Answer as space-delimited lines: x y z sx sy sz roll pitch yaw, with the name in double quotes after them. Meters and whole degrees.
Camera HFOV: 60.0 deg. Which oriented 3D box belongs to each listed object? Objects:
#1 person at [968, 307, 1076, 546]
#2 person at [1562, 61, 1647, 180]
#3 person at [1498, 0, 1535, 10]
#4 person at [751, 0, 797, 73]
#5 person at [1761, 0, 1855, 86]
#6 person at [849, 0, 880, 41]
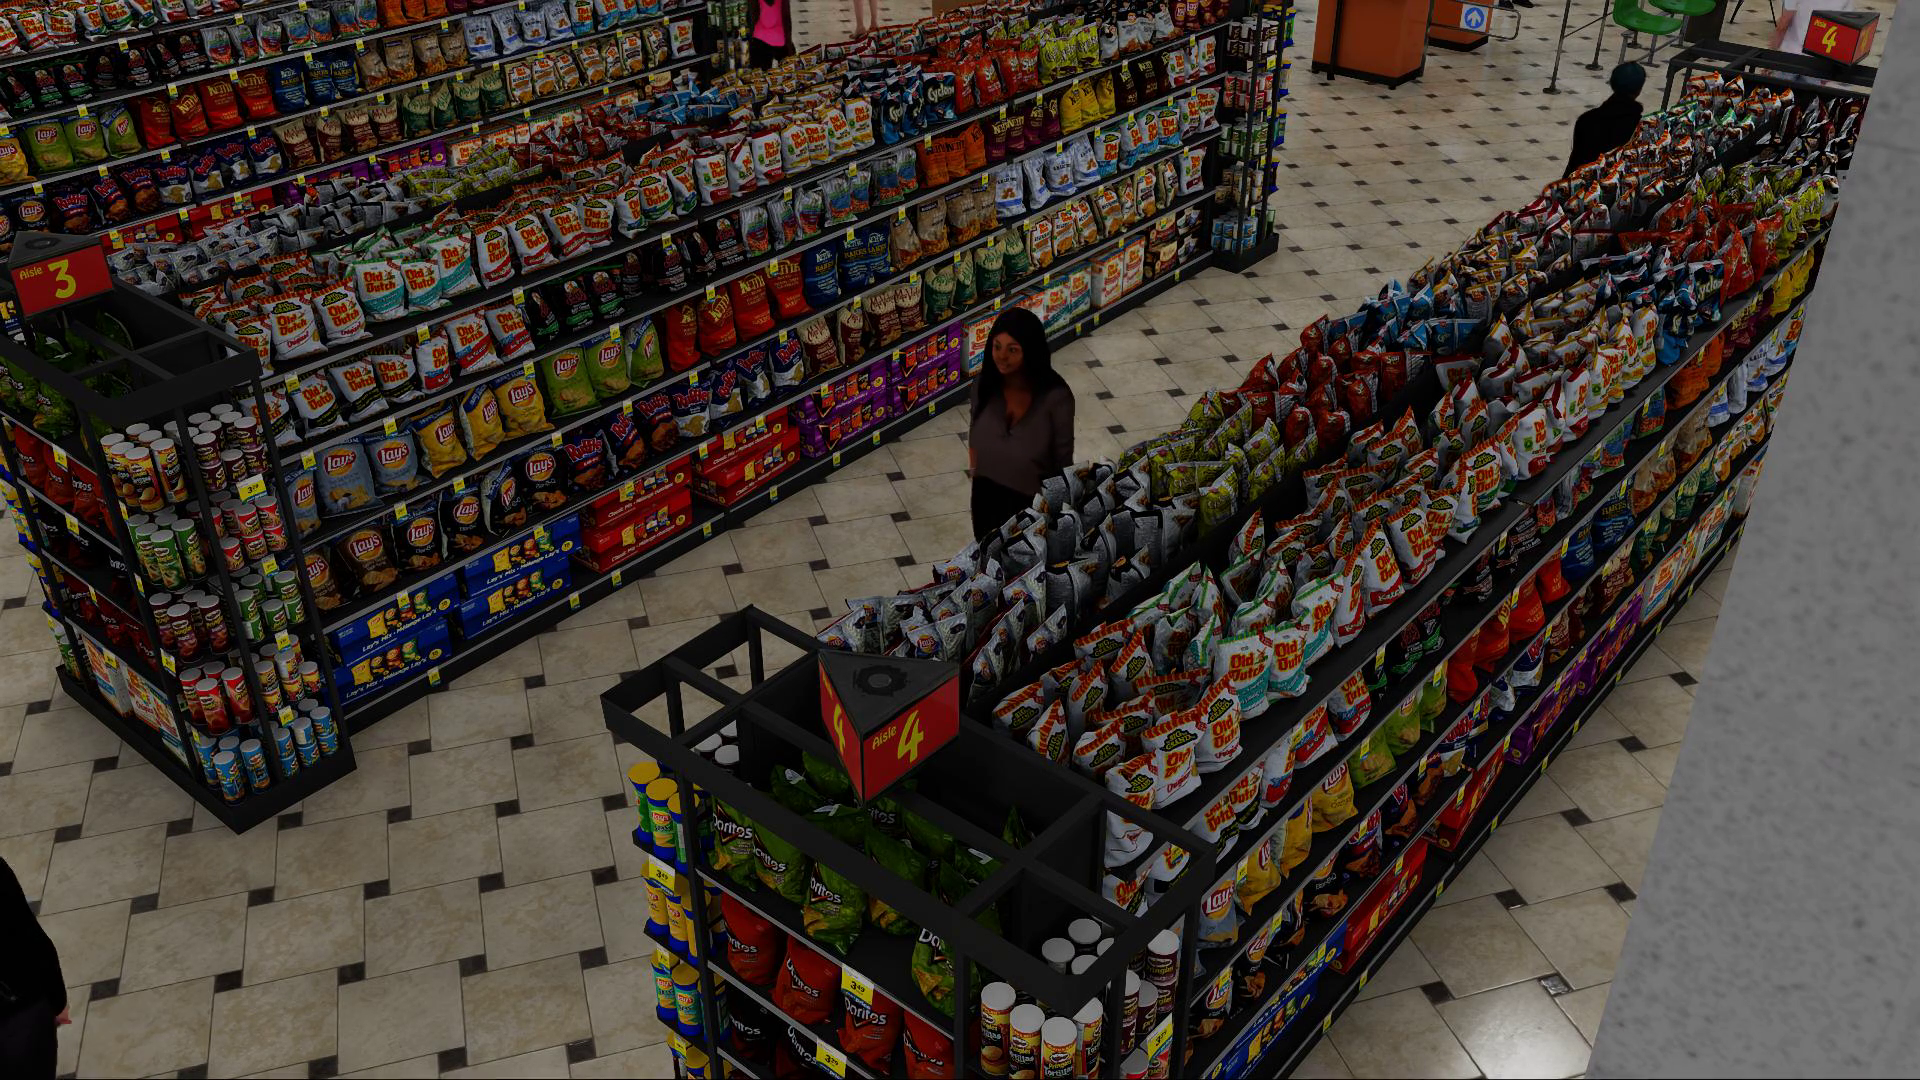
0.299 -0.190 7.322 0.836 1.824 1.049 12 34 19 "person"
3.945 -2.020 10.319 0.757 1.764 1.247 27 41 36 "person"
6.029 -6.583 17.600 0.672 1.819 0.806 -11 34 -17 "person"
-1.574 -3.959 13.528 0.775 1.666 1.164 14 35 21 "person"
6.540 -3.661 12.887 0.851 1.837 0.916 3 32 6 "person"
-0.994 -5.870 16.535 0.556 1.735 0.703 -23 39 -32 "person"
